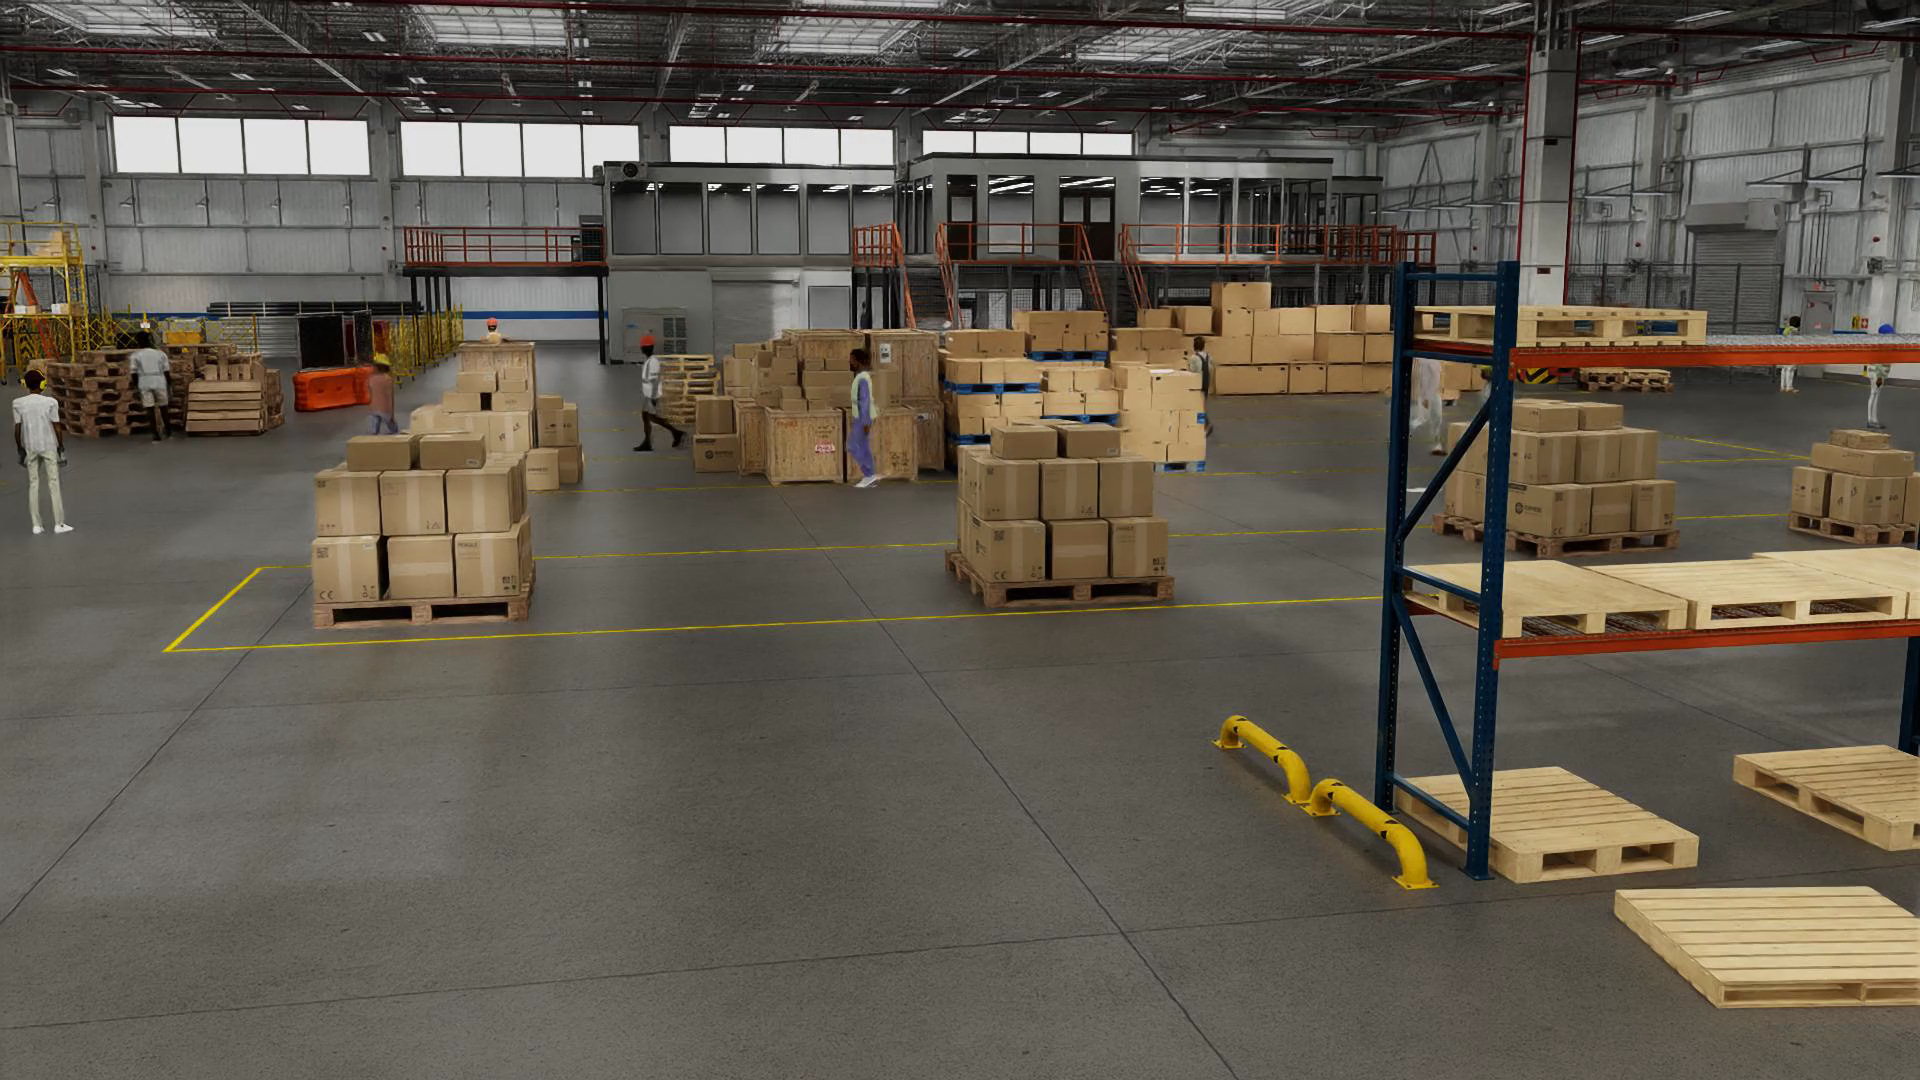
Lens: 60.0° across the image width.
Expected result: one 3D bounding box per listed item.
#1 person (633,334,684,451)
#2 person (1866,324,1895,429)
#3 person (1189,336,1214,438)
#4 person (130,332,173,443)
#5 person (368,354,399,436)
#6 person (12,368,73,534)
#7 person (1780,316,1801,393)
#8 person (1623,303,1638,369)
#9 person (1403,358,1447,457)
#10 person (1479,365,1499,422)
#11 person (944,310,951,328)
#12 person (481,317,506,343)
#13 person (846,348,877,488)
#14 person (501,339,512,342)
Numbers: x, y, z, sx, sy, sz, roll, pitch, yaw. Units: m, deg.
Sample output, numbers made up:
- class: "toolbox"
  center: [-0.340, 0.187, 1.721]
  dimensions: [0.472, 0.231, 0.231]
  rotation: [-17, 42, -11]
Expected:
- class: "person"
  center: [-4.957, -2.402, 27.185]
  dimensions: [0.732, 1.922, 0.544]
  rotation: [-4, 10, -22]
- class: "person"
  center: [17.198, -3.058, 31.095]
  dimensions: [0.402, 1.949, 0.605]
  rotation: [5, 11, 30]
- class: "person"
  center: [4.187, -2.624, 28.828]
  dimensions: [0.512, 1.828, 0.653]
  rotation: [-7, 12, -36]
- class: "person"
  center: [-13.954, -2.639, 28.698]
  dimensions: [0.625, 1.898, 0.953]
  rotation: [-6, 11, -32]
- class: "person"
  center: [-8.579, -1.909, 24.779]
  dimensions: [0.542, 1.712, 0.903]
  rotation: [5, 10, 27]
- class: "person"
  center: [-10.357, -0.993, 18.746]
  dimensions: [0.521, 1.874, 0.327]
  rotation: [-2, 9, -10]
- class: "person"
  center: [19.954, -4.448, 39.893]
  dimensions: [0.429, 1.843, 0.627]
  rotation: [1, 9, 6]
- class: "person"
  center: [19.661, -6.049, 49.378]
  dimensions: [0.622, 1.948, 1.038]
  rotation: [-5, 11, -30]
- class: "person"
  center: [7.424, -2.295, 26.566]
  dimensions: [0.829, 1.919, 0.634]
  rotation: [9, 13, 42]
- class: "person"
  center: [7.605, -1.723, 23.707]
  dimensions: [0.864, 1.707, 0.486]
  rotation: [-1, 9, -7]
- class: "person"
  center: [-0.210, -5.238, 44.636]
  dimensions: [0.581, 1.861, 0.601]
  rotation: [-1, 9, -5]
- class: "person"
  center: [-9.940, -3.772, 35.480]
  dimensions: [0.542, 1.939, 0.362]
  rotation: [-6, 11, -33]
- class: "person"
  center: [-1.346, -1.645, 22.601]
  dimensions: [0.448, 1.907, 0.586]
  rotation: [-1, 9, -4]
- class: "person"
  center: [-7.534, -2.465, 27.908]
  dimensions: [0.523, 1.818, 0.981]
  rotation: [2, 10, 11]
